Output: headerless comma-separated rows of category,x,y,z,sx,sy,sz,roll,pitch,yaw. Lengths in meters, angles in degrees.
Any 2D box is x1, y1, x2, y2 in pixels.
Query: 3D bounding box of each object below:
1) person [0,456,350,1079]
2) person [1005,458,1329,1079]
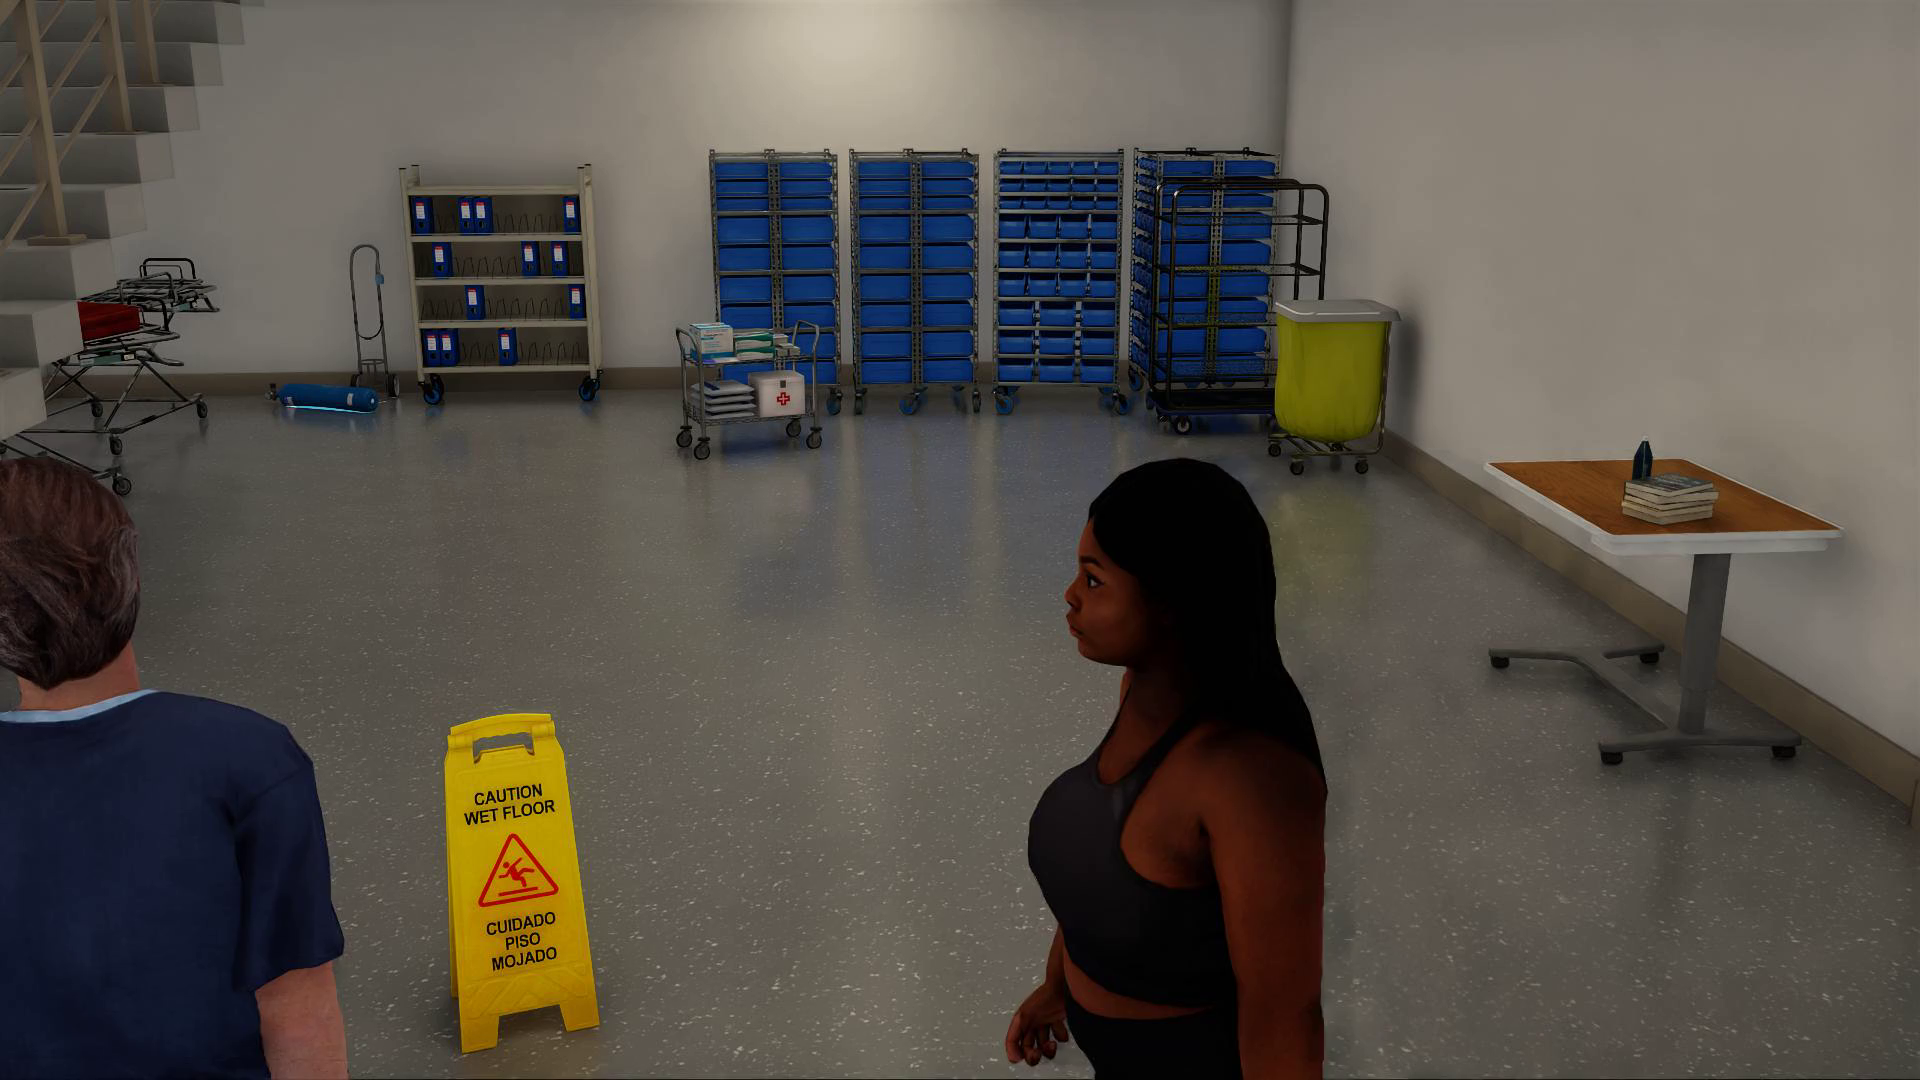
person,-0.929,0.865,1.927,0.833,1.821,1.210,-4,16,-14
person,0.403,0.779,2.329,0.722,1.769,1.115,-1,16,-3
